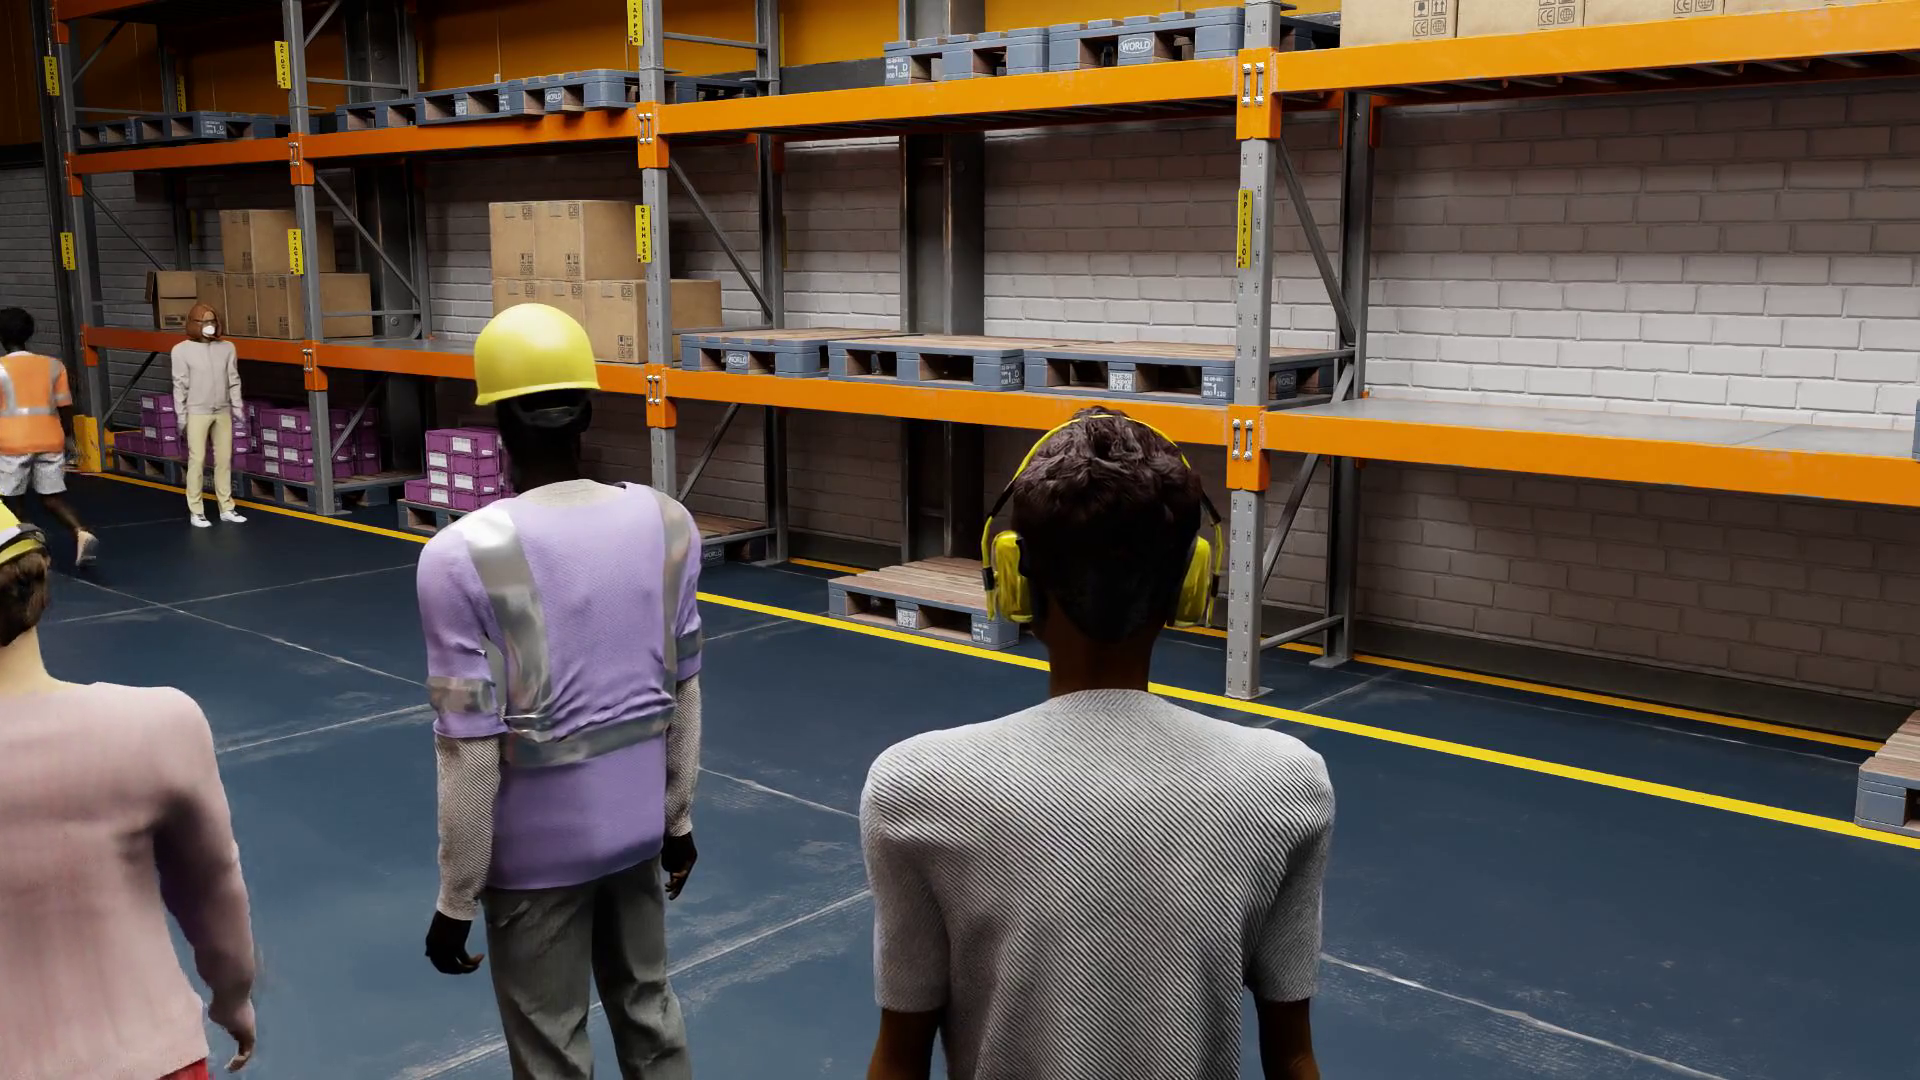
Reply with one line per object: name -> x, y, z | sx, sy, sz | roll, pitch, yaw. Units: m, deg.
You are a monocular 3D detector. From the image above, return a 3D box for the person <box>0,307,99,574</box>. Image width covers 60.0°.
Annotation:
person -> -5.541, -0.555, 9.977 | 0.566, 1.673, 0.555 | 6, 12, 32

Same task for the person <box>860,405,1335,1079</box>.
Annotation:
person -> 0.131, 0.791, 1.801 | 0.521, 1.861, 0.317 | -1, 10, -8

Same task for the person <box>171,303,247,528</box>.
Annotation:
person -> -5.477, -0.909, 12.134 | 0.278, 1.626, 0.504 | 6, 12, 32

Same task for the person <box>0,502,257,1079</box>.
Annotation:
person -> -1.301, 0.755, 2.396 | 0.581, 1.706, 0.851 | -8, 13, -40

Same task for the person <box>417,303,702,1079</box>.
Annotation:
person -> -0.726, 0.536, 3.058 | 0.375, 1.922, 0.594 | 8, 13, 37
